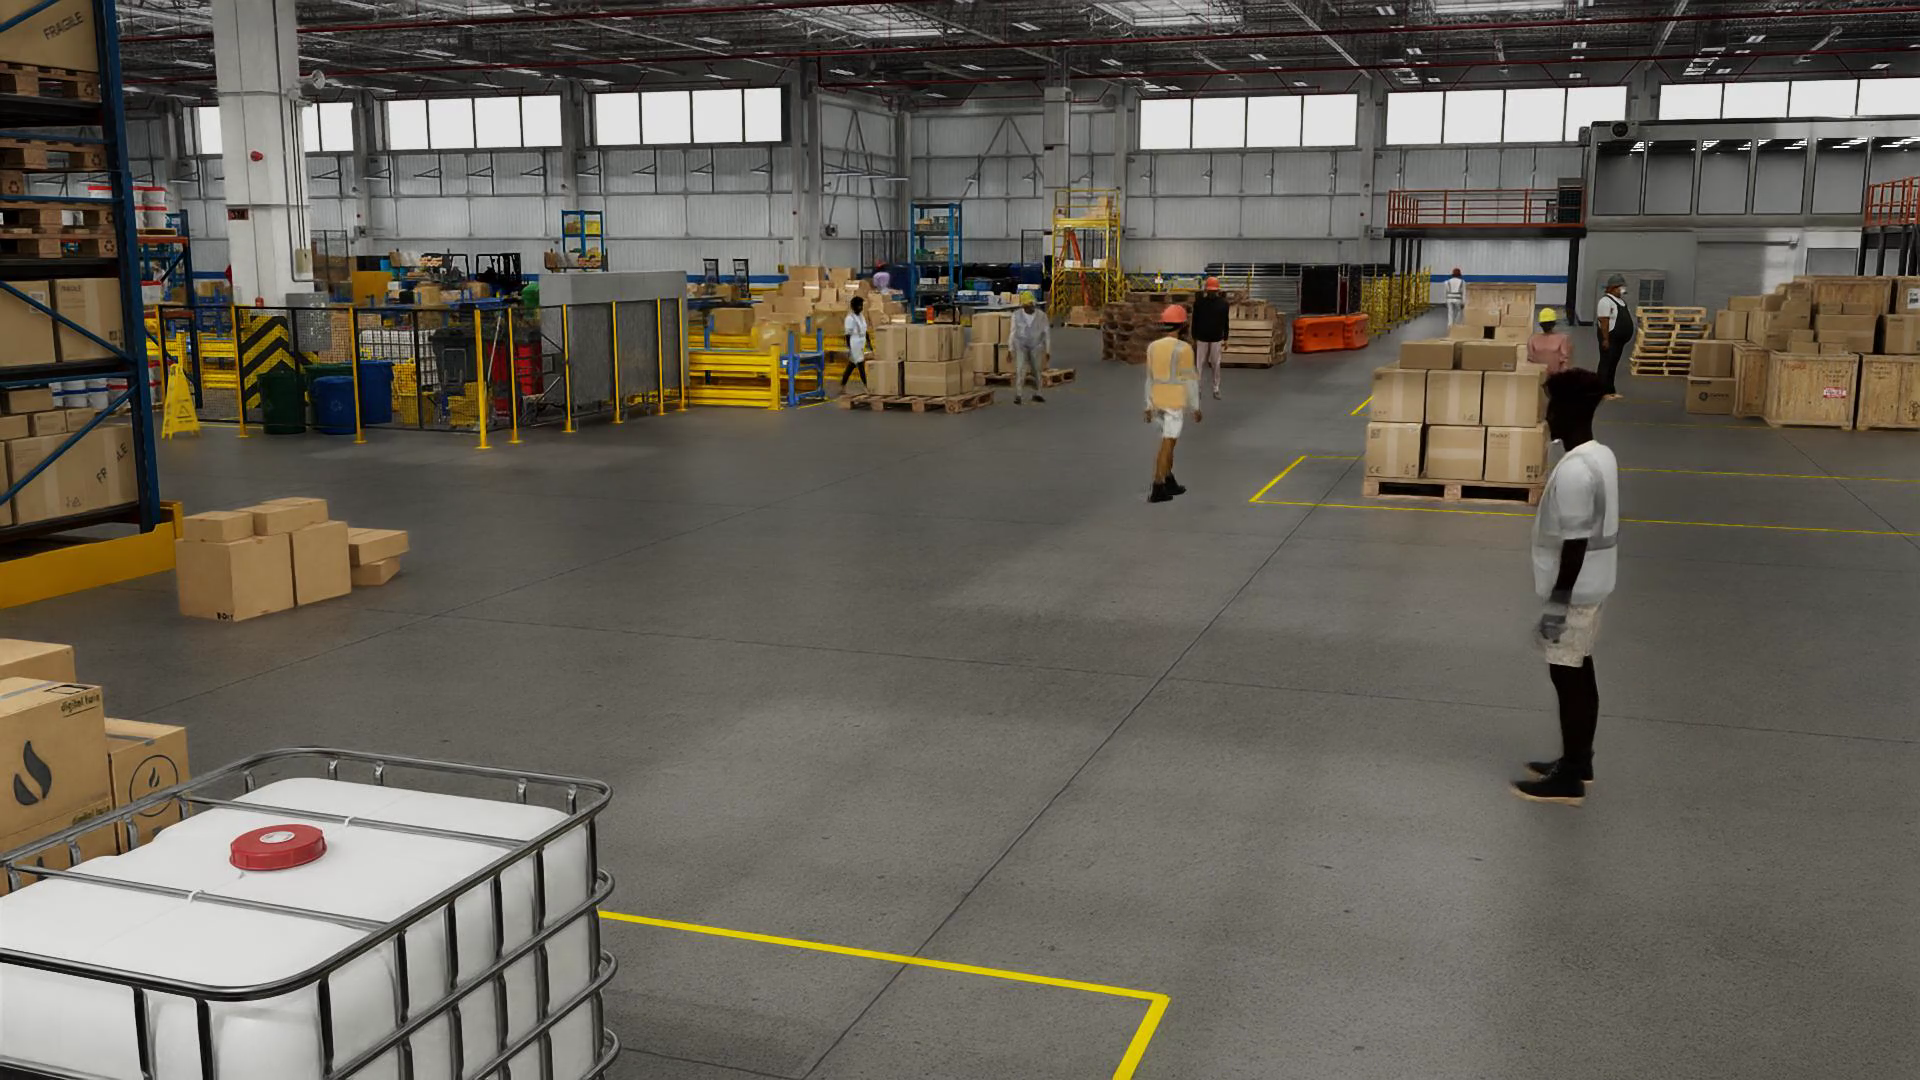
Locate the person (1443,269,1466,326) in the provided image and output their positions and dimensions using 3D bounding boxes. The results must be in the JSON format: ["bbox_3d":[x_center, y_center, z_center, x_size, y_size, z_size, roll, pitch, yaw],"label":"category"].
[{"bbox_3d":[13.820,-6.652,46.493,0.595,1.840,0.978,3,11,19],"label":"person"}]

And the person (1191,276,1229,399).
[{"bbox_3d":[4.055,-3.271,26.992,0.608,1.994,0.382,1,10,5],"label":"person"}]

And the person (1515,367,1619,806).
[{"bbox_3d":[2.745,0.207,7.484,0.368,1.961,0.612,6,12,31],"label":"person"}]

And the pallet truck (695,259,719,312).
[{"bbox_3d":[-9.165,-9.627,62.776,0.823,1.965,1.885,4,11,23],"label":"pallet truck"}]

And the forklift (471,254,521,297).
[{"bbox_3d":[-17.990,-10.121,64.684,1.157,1.987,2.680,3,11,17],"label":"forklift"}]

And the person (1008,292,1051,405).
[{"bbox_3d":[1.092,-3.011,26.144,0.671,1.757,0.957,1,10,3],"label":"person"}]

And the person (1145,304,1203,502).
[{"bbox_3d":[2.125,-1.343,16.328,0.787,1.912,0.545,-8,13,-38],"label":"person"}]

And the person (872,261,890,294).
[{"bbox_3d":[-2.429,-7.654,51.633,0.614,2.012,0.526,-8,13,-37],"label":"person"}]

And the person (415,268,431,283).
[{"bbox_3d":[-19.536,-9.135,60.644,0.406,1.779,0.667,6,12,31],"label":"person"}]

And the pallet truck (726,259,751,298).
[{"bbox_3d":[-7.986,-9.493,62.019,0.823,1.965,1.885,3,11,17],"label":"pallet truck"}]

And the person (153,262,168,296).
[{"bbox_3d":[-27.646,-8.639,57.465,0.639,1.911,0.406,6,12,30],"label":"person"}]

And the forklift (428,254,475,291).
[{"bbox_3d":[-20.133,-10.254,65.465,1.157,1.987,2.680,3,11,19],"label":"forklift"}]

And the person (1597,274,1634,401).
[{"bbox_3d":[10.548,-3.255,26.770,0.537,2.000,0.682,8,13,39],"label":"person"}]

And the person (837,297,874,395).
[{"bbox_3d":[-1.704,-3.199,27.543,0.868,1.651,0.539,4,11,22],"label":"person"}]

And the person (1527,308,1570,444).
[{"bbox_3d":[7.328,-2.032,20.743,0.521,1.730,0.871,6,12,29],"label":"person"}]
